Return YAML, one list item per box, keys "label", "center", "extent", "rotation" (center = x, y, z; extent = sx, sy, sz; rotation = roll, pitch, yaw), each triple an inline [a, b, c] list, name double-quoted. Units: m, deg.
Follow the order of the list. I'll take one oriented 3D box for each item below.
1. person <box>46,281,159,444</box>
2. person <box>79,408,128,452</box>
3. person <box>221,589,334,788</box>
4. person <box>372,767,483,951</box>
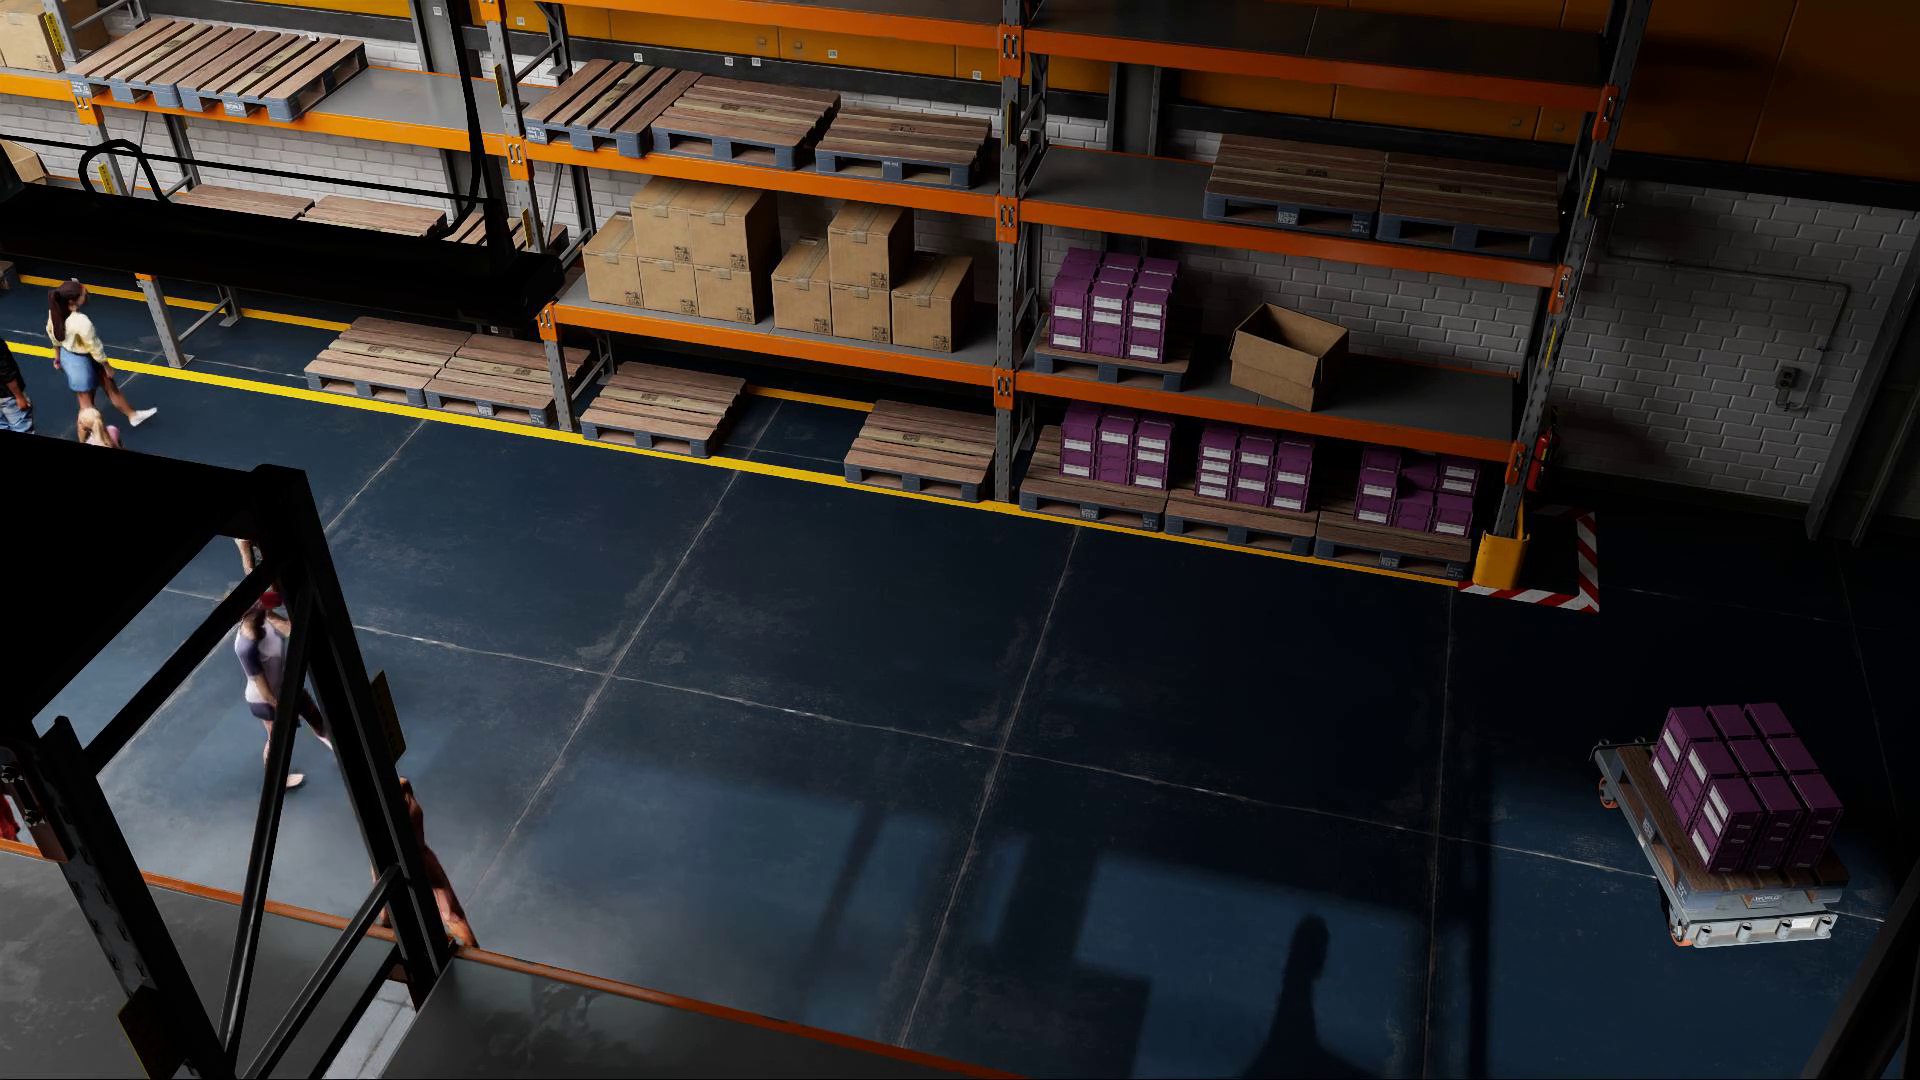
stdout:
- label: "person"
  center: [-7.526, -1.451, 14.148]
  extent: [1.014, 1.584, 0.979]
  rotation: [21, 43, 24]
- label: "person"
  center: [-6.673, -0.506, 13.230]
  extent: [0.875, 1.254, 0.666]
  rotation: [24, 44, 27]
- label: "person"
  center: [-4.607, 1.013, 10.944]
  extent: [1.000, 1.733, 0.829]
  rotation: [-6, 39, -7]
- label: "person"
  center: [-3.350, 1.906, 9.779]
  extent: [1.094, 1.792, 0.740]
  rotation: [18, 42, 21]
